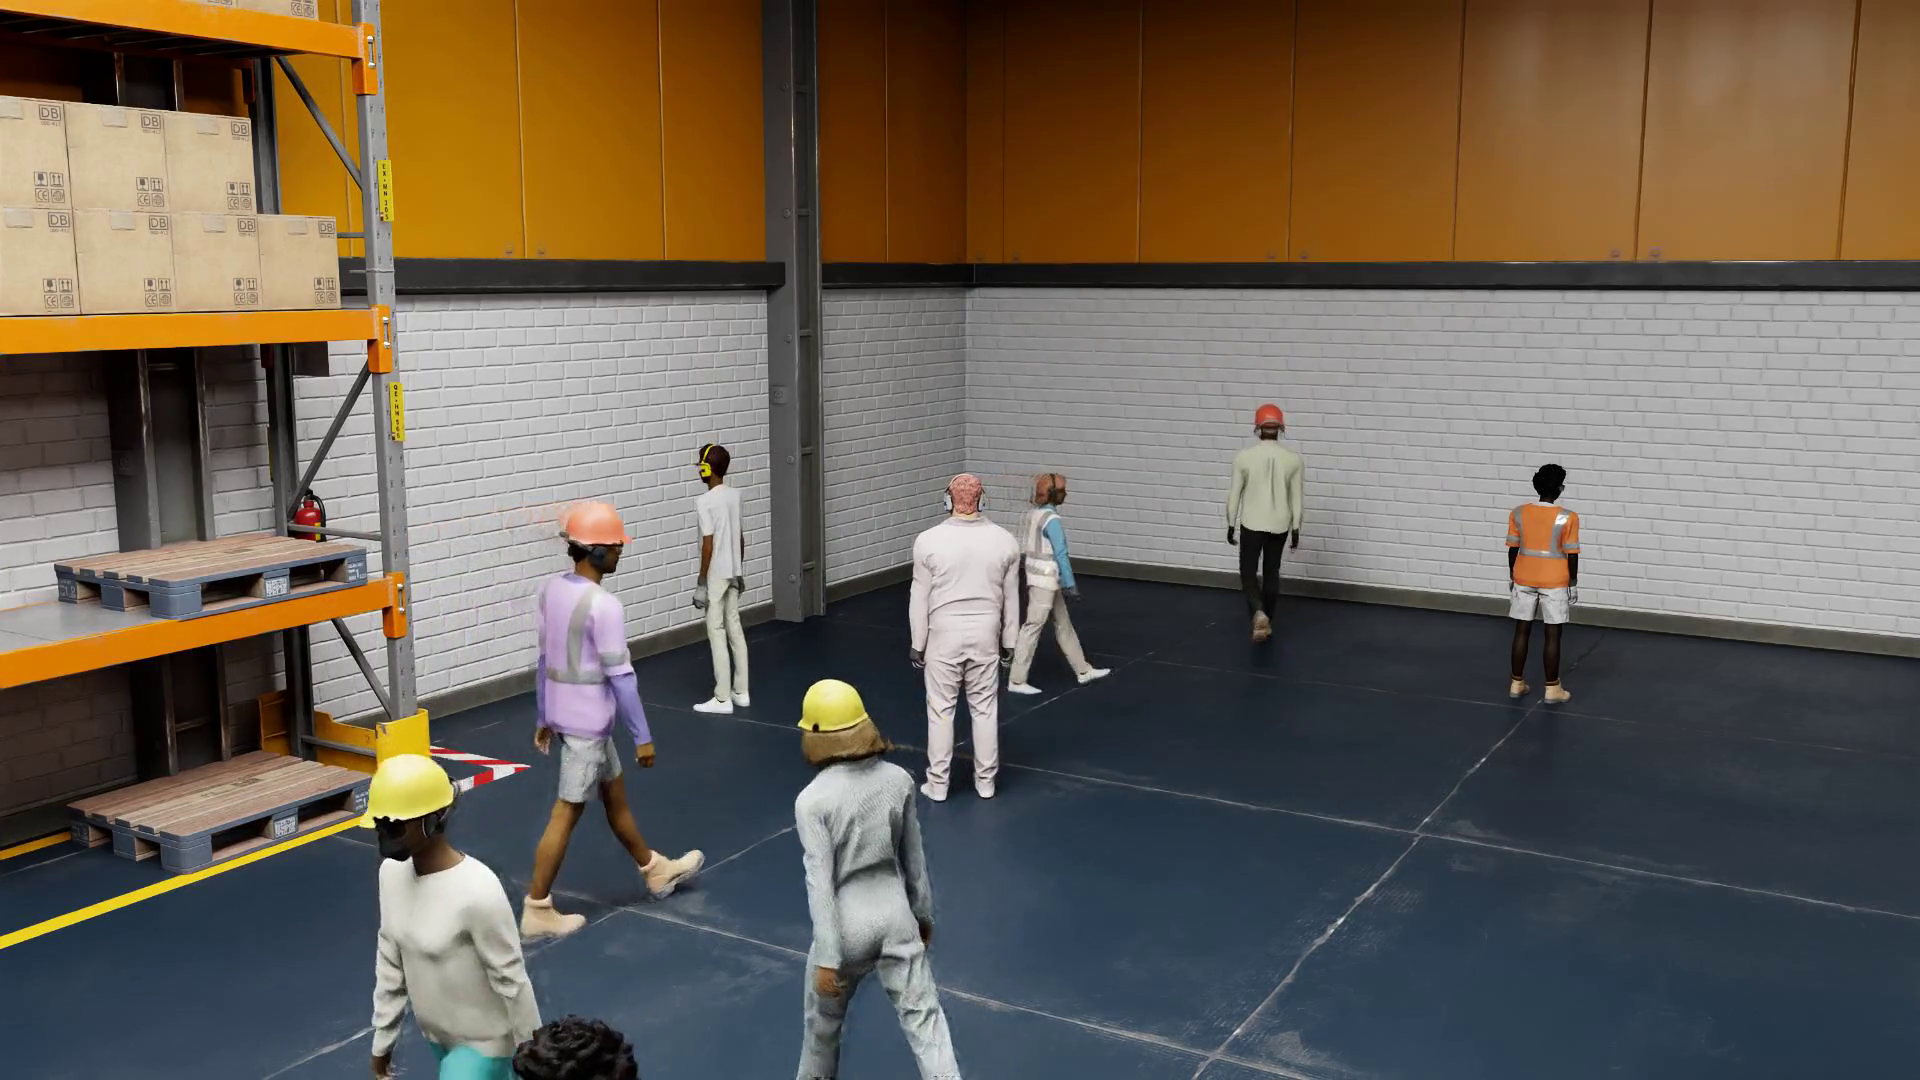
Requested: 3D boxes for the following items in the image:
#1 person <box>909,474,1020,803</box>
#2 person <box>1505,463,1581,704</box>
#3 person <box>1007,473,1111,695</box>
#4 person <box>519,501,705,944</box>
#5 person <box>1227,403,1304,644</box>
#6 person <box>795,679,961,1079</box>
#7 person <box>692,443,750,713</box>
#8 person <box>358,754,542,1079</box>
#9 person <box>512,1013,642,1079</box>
[{"bbox_3d":[0.019,0.565,9.559,0.653,1.897,0.403,-3,9,-16],"label":"person"},{"bbox_3d":[4.132,0.304,11.796,0.317,1.695,0.540,-9,13,-44],"label":"person"},{"bbox_3d":[0.719,0.326,11.968,0.841,1.600,0.520,-1,9,-5],"label":"person"},{"bbox_3d":[-1.633,0.815,7.696,1.044,1.985,0.633,-6,11,-35],"label":"person"},{"bbox_3d":[2.520,-0.138,13.703,0.631,1.970,0.868,0,9,-2],"label":"person"},{"bbox_3d":[-0.279,1.309,5.569,0.518,1.691,0.938,-7,11,-36],"label":"person"},{"bbox_3d":[-1.667,0.266,11.496,0.310,1.868,0.533,5,10,27],"label":"person"},{"bbox_3d":[-1.461,1.427,4.734,0.538,1.701,0.952,8,12,40],"label":"person"},{"bbox_3d":[-0.689,1.690,3.131,0.539,1.698,0.318,2,9,10],"label":"person"}]
